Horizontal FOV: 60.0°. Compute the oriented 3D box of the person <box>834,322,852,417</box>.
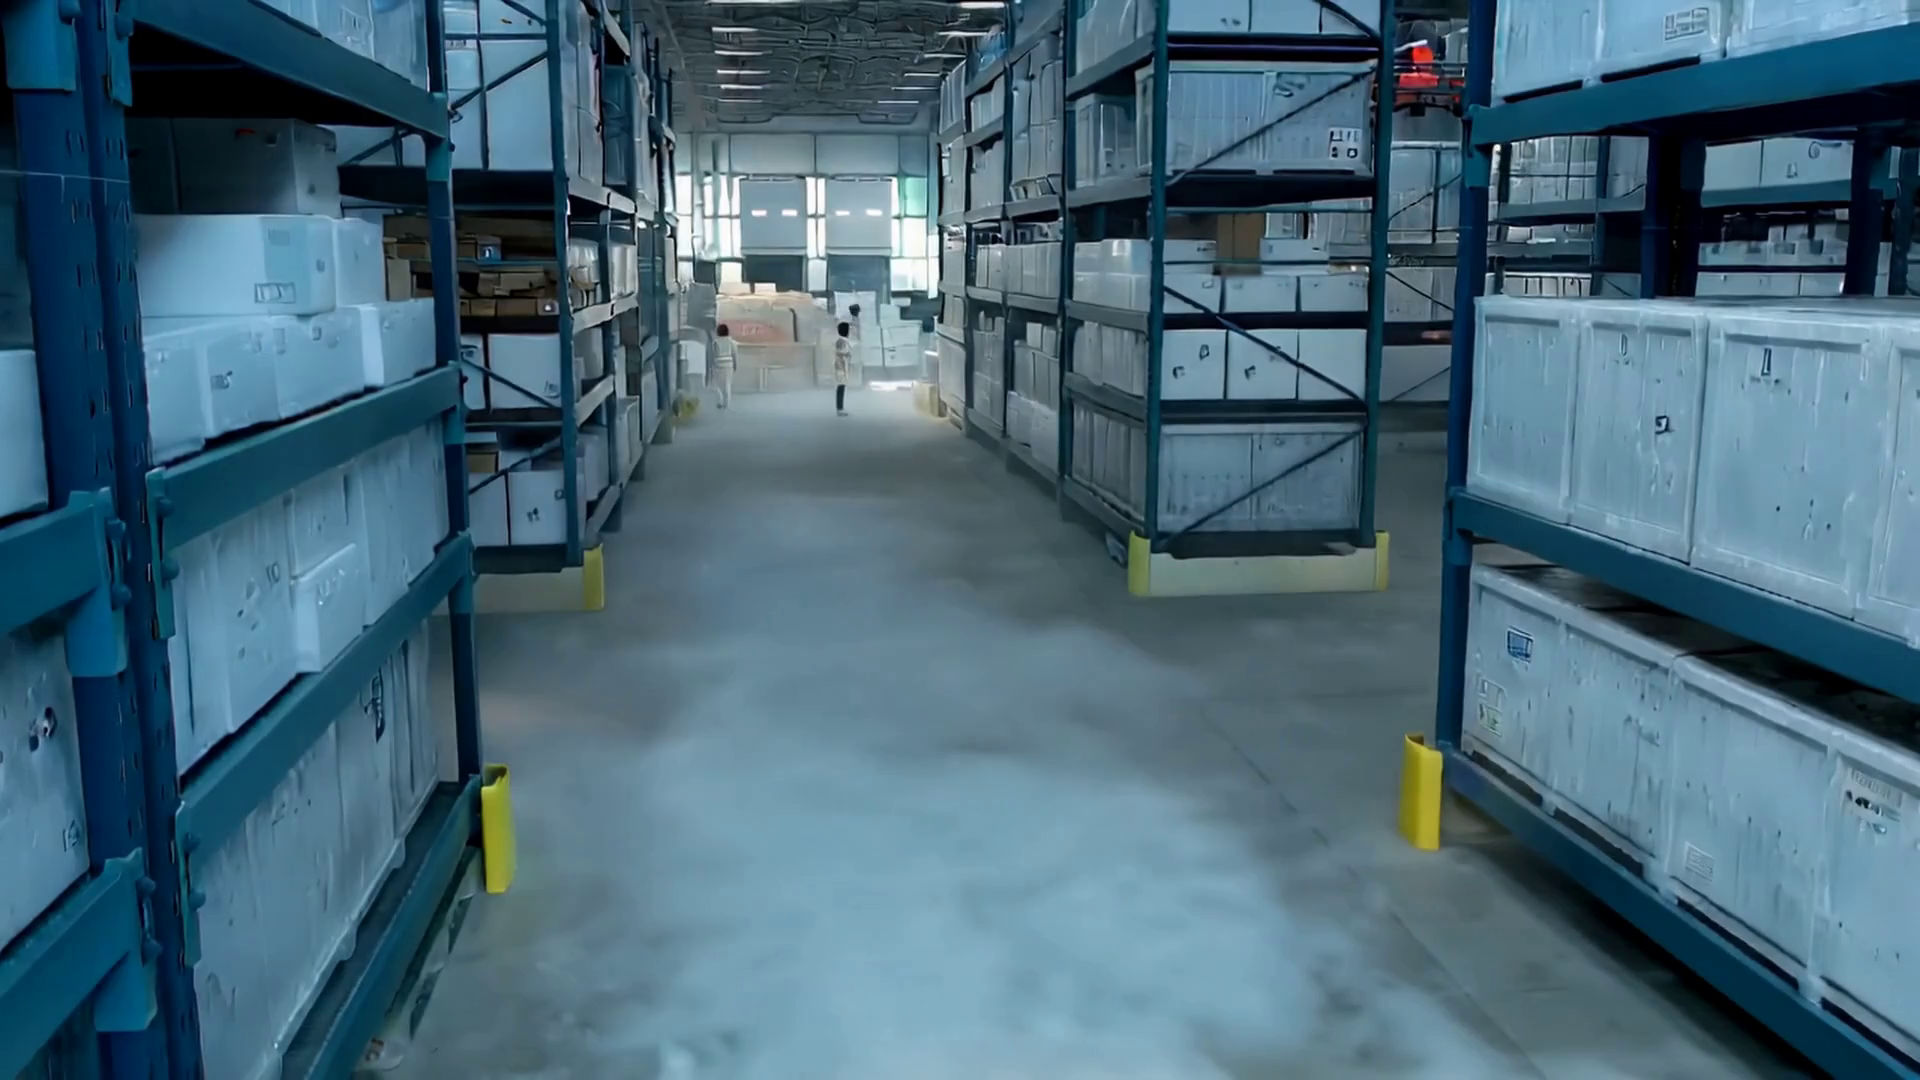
[{"bbox_3d":[-2.104,-3.060,29.831,0.320,1.693,0.531,-1,10,-6],"label":"person"}]

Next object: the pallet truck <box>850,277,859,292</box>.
[{"bbox_3d":[-3.782,-9.391,65.808,1.885,1.965,0.823,2,10,10],"label":"pallet truck"}]

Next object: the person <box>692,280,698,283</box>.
[{"bbox_3d":[-10.014,-8.861,62.913,0.587,1.930,0.355,-1,10,-6],"label":"person"}]

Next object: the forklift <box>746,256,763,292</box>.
[{"bbox_3d":[-7.237,-8.630,58.809,1.873,2.768,1.129,-4,11,-24],"label":"forklift"}]

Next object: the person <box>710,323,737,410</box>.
[{"bbox_3d":[-4.439,-3.250,31.188,0.526,1.605,0.793,-3,10,-15],"label":"person"}]

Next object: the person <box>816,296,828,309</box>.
[{"bbox_3d":[-3.331,-4.940,40.199,0.907,1.886,0.552,-2,10,-11],"label":"person"}]

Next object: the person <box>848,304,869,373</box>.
[{"bbox_3d":[-2.510,-4.929,40.762,0.674,1.673,0.545,-3,10,-19],"label":"person"}]
